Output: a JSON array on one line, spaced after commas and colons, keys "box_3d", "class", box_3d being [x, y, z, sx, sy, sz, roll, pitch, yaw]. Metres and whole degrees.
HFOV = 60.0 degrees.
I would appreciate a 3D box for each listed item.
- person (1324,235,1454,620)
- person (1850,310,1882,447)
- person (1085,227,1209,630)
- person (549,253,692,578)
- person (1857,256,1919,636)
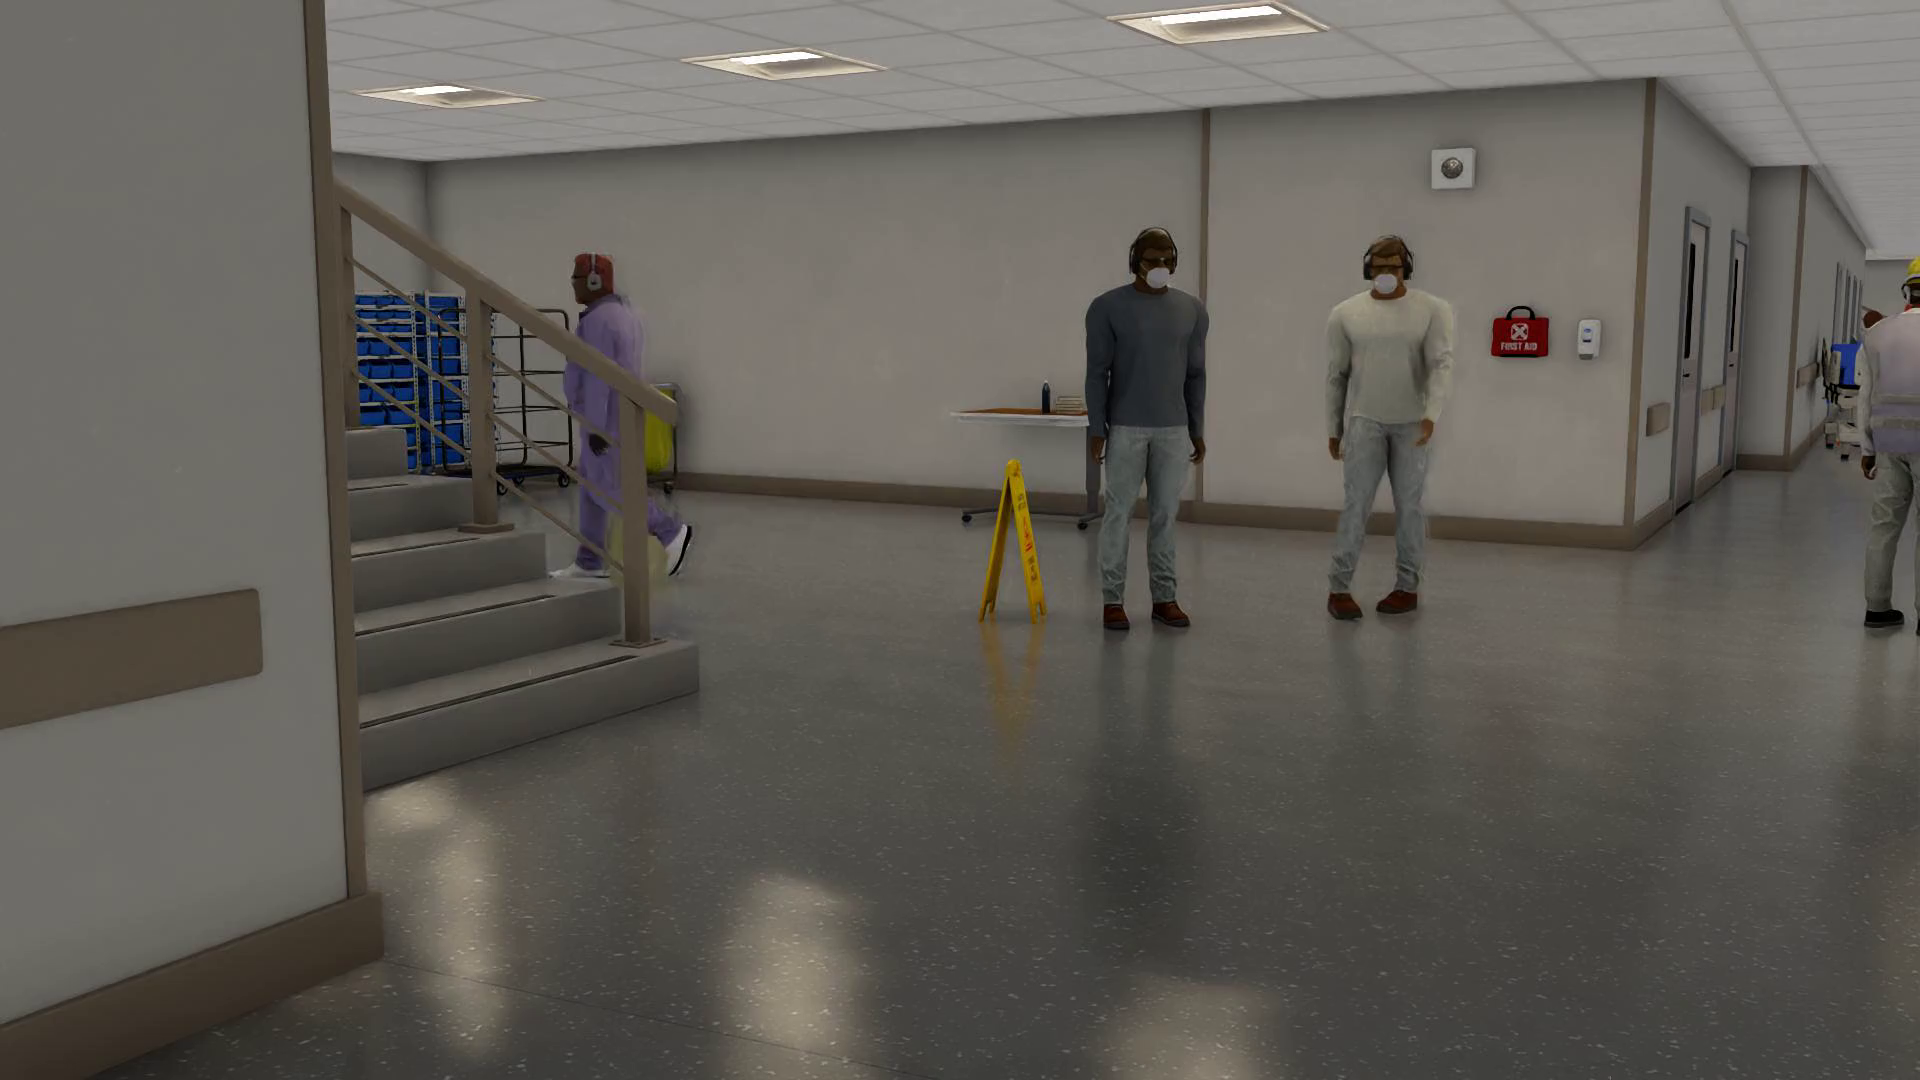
[{"box_3d": [2.128, -0.556, 8.327, 0.632, 1.914, 0.559, 2, 8, 18], "class": "person"}, {"box_3d": [10.891, -1.923, 19.892, 0.512, 1.638, 0.312, 1, 8, 11], "class": "person"}, {"box_3d": [0.911, -0.534, 8.065, 0.630, 1.937, 0.373, -2, 8, -14], "class": "person"}, {"box_3d": [-1.957, -0.687, 9.480, 0.775, 1.886, 0.656, 0, 7, -2], "class": "person"}, {"box_3d": [4.564, -0.455, 7.902, 0.403, 1.824, 0.590, -4, 8, -29], "class": "person"}]
